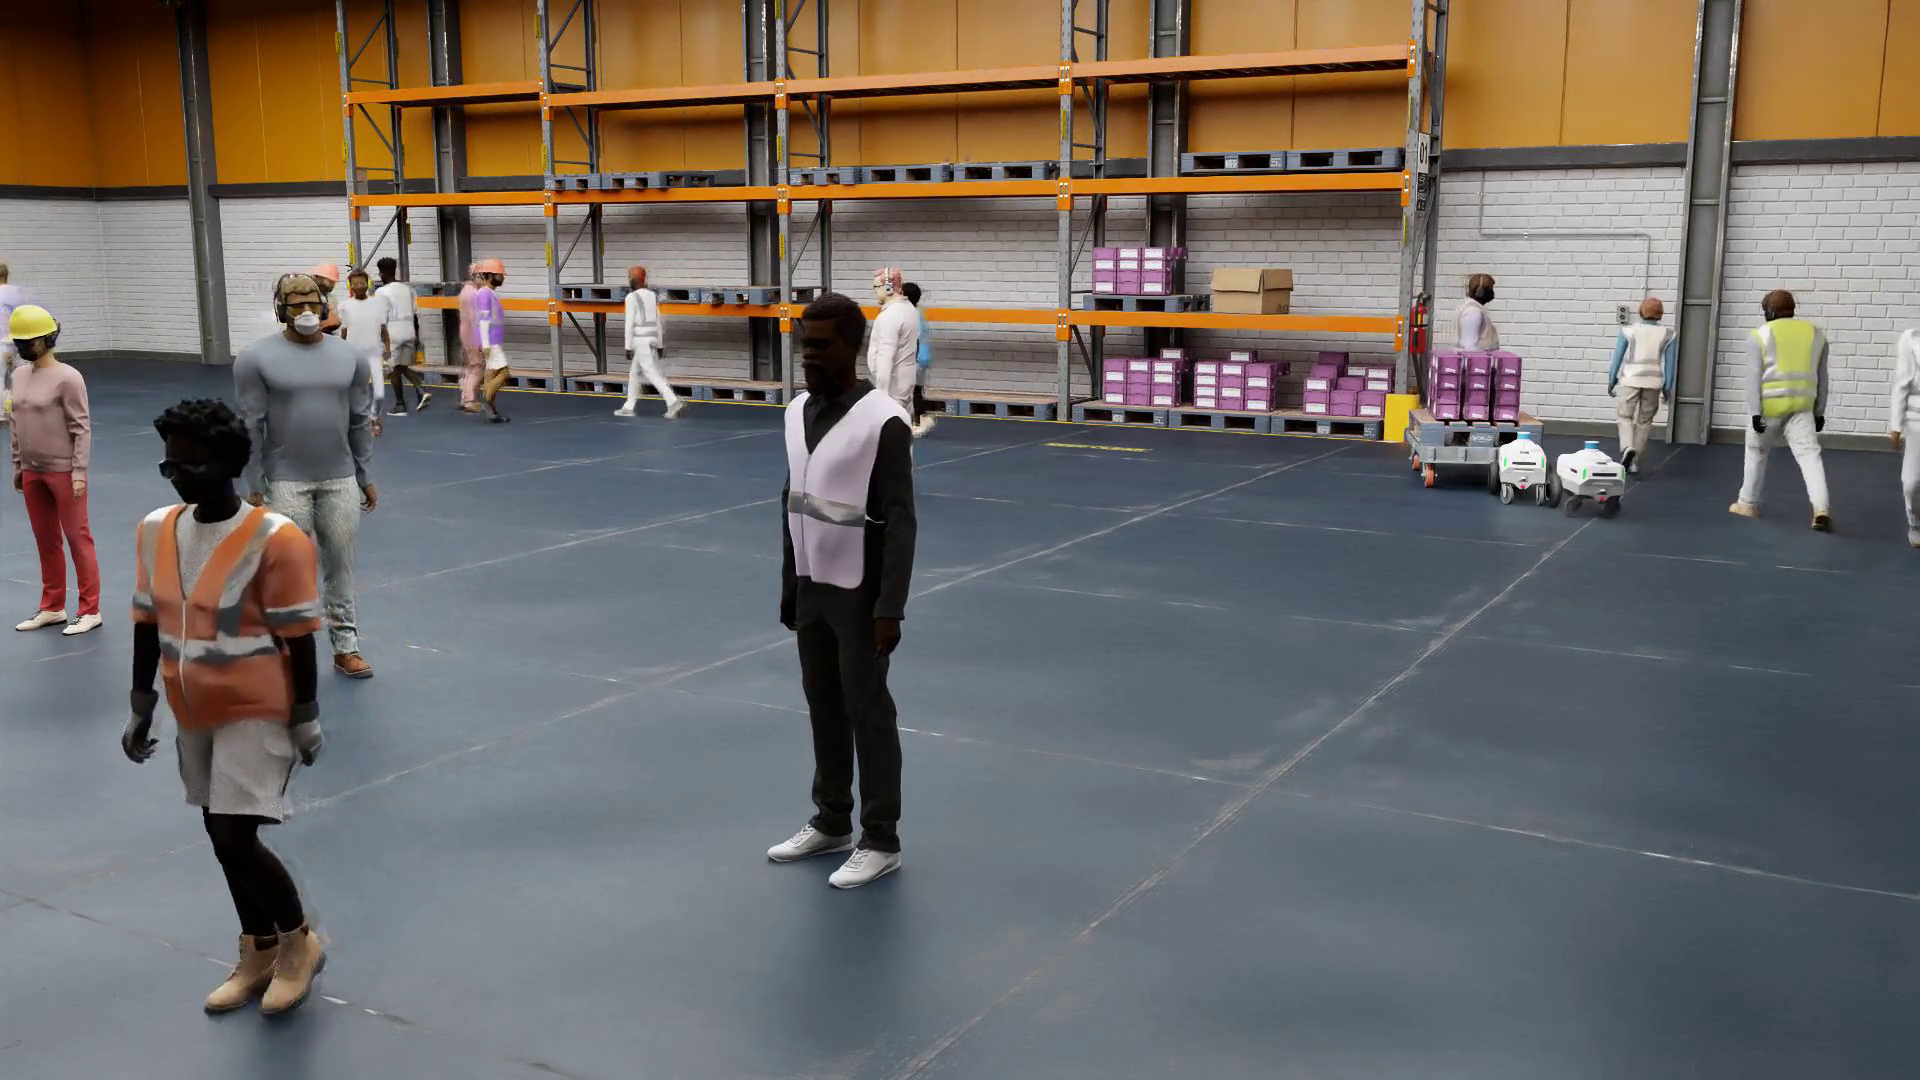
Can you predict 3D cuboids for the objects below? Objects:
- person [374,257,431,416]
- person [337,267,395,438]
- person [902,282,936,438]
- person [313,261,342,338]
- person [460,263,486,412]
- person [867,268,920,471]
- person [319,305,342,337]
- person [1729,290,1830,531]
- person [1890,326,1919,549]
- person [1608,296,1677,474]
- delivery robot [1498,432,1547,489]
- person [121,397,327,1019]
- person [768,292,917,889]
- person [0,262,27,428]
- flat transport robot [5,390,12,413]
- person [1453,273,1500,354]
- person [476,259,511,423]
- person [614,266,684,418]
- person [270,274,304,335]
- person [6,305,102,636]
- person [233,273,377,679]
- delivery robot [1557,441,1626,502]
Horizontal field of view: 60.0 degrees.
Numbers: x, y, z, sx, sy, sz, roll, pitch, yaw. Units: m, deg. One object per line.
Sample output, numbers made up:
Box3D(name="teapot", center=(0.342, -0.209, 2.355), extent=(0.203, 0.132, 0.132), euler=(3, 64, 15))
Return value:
Box3D(name="person", center=(-6.852, -2.479, 20.300), extent=(0.520, 1.940, 0.623), euler=(5, 11, 26))
Box3D(name="person", center=(-6.177, -1.906, 17.313), extent=(0.539, 1.851, 0.487), euler=(-4, 11, -22))
Box3D(name="person", center=(-0.501, -1.920, 17.875), extent=(0.357, 1.689, 0.545), euler=(1, 10, 6))
Box3D(name="person", center=(-6.766, -2.001, 17.684), extent=(0.446, 1.911, 0.568), euler=(6, 12, 29))
Box3D(name="person", center=(-6.038, -2.513, 20.739), extent=(0.426, 1.862, 0.769), euler=(-4, 11, -20))
Box3D(name="person", center=(-0.558, -1.265, 13.580), extent=(0.406, 1.896, 0.643), euler=(3, 10, 16))
Box3D(name="person", center=(-4.931, -1.037, 13.018), extent=(0.280, 1.633, 0.498), euler=(-2, 10, -12))
Box3D(name="person", center=(6.169, -0.976, 12.360), extent=(0.643, 1.764, 1.091), euler=(0, 10, -1))
Box3D(name="person", center=(6.384, -0.760, 10.835), extent=(0.565, 1.857, 0.823), euler=(6, 12, 31))
Box3D(name="person", center=(6.129, -1.372, 14.941), extent=(0.555, 1.618, 0.583), euler=(3, 10, 16))
Box3D(name="delivery robot", center=(4.580, -0.638, 13.546), extent=(0.477, 0.478, 0.707), euler=(3, 10, 16))
Box3D(name="person", center=(-1.934, 0.463, 4.400), extent=(0.535, 1.685, 0.389), euler=(5, 11, 24))
Box3D(name="person", center=(-0.378, 0.159, 5.437), extent=(0.378, 1.917, 0.598), euler=(-9, 13, -41))
Box3D(name="person", center=(-10.788, -2.227, 18.985), extent=(0.892, 1.908, 0.636), euler=(-1, 10, -8))
Box3D(name="flat transport robot", center=(-11.982, -1.752, 20.922), extent=(0.652, 0.197, 1.431), euler=(-4, 11, -20))
Box3D(name="person", center=(4.857, -1.642, 15.932), extent=(0.768, 1.820, 0.641), euler=(3, 10, 16))
Box3D(name="person", center=(-5.431, -2.309, 19.406), extent=(0.416, 1.921, 0.585), euler=(-1, 10, -4))
Box3D(name="person", center=(-3.771, -2.387, 20.095), extent=(0.985, 1.845, 0.586), euler=(4, 11, 23))
Box3D(name="person", center=(-5.456, -1.279, 13.808), extent=(0.762, 1.835, 0.524), euler=(-4, 11, -24))
Box3D(name="person", center=(-4.862, -0.367, 8.875), extent=(0.522, 1.761, 0.322), euler=(4, 11, 21))
Box3D(name="person", center=(-3.064, -0.279, 7.866), extent=(0.629, 1.940, 0.373), euler=(-8, 13, -38))
Box3D(name="delivery robot", center=(4.889, -0.523, 12.897), extent=(0.477, 0.478, 0.707), euler=(1, 10, 4))
